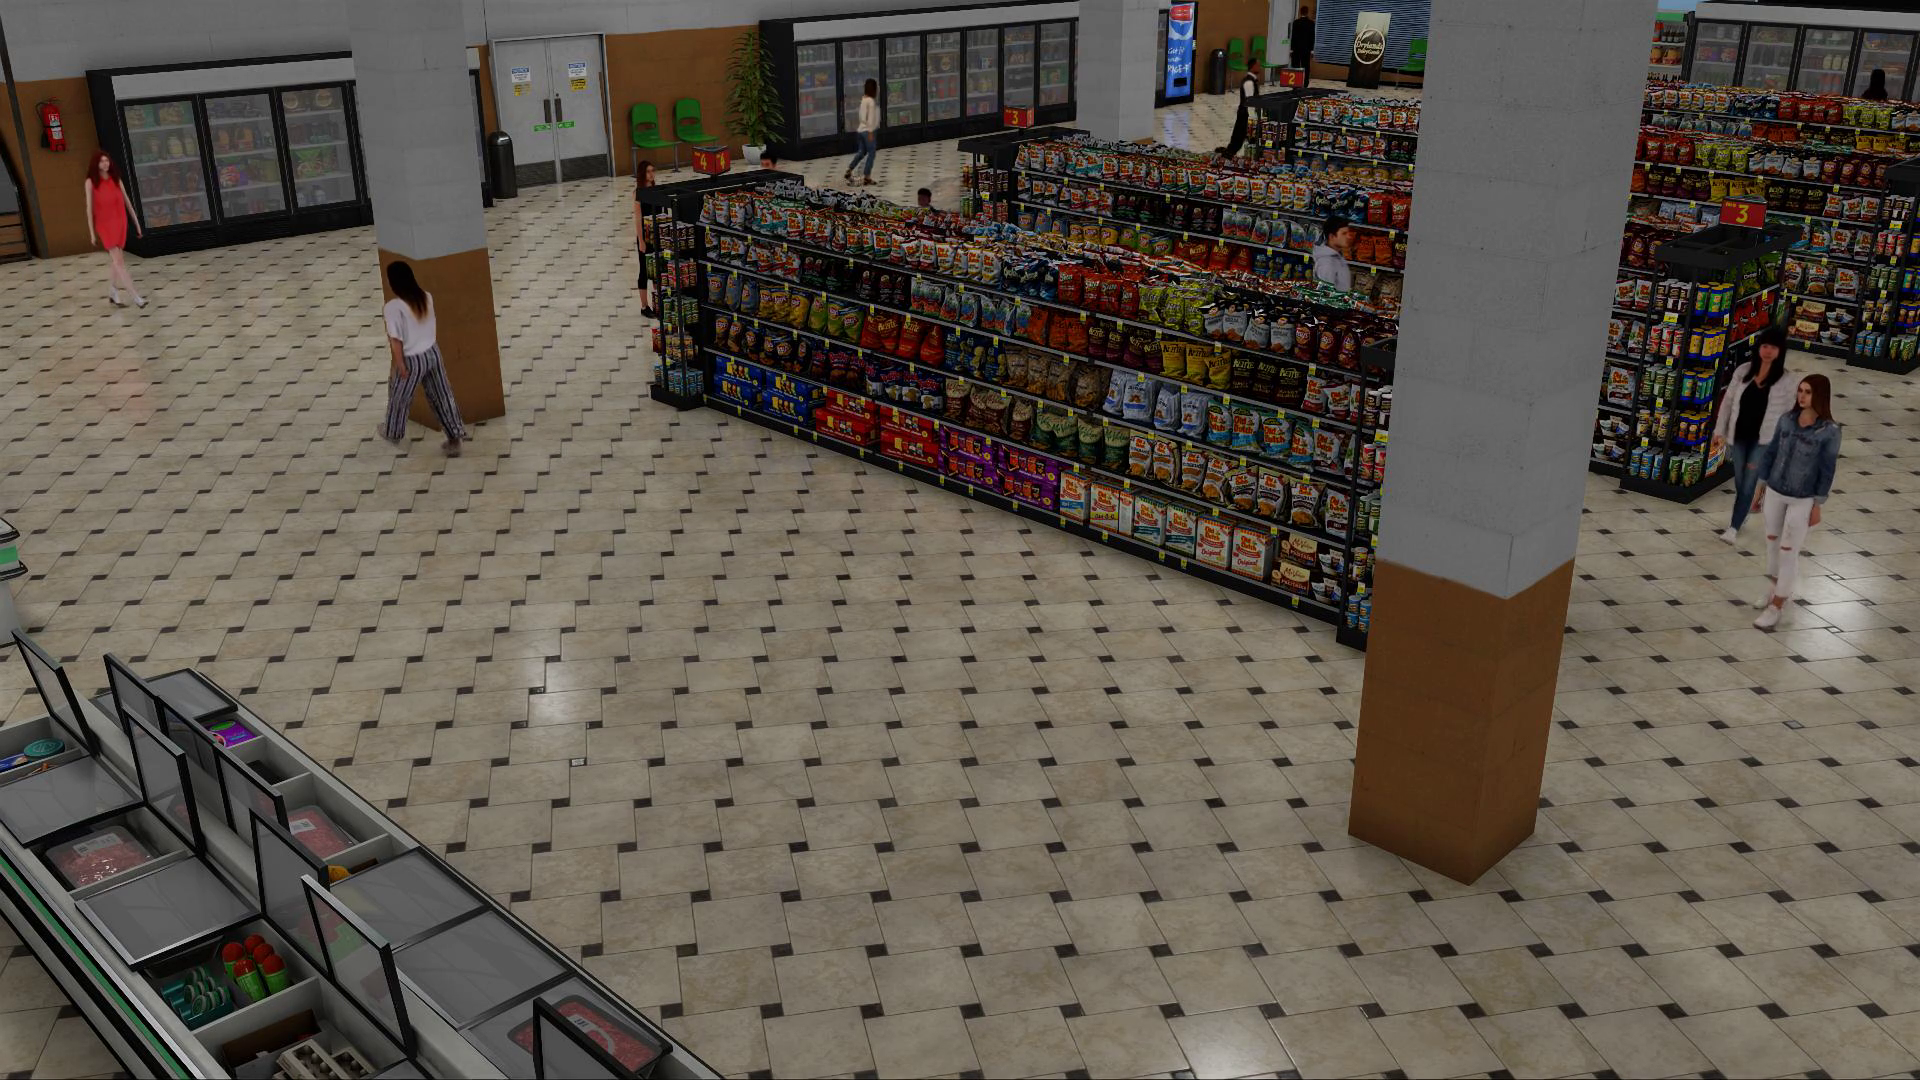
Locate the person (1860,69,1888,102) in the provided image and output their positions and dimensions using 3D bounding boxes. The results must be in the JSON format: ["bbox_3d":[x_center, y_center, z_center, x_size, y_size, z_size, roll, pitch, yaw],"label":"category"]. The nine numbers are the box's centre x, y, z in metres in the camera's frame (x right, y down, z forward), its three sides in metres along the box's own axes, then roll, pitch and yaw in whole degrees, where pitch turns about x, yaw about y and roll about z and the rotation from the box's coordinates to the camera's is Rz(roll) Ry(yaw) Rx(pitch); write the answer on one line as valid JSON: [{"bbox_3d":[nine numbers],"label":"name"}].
[{"bbox_3d":[14.653,-6.642,26.705,0.740,1.746,0.775,-14,26,-32],"label":"person"}]

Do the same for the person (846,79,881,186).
[{"bbox_3d":[-1.515,-6.436,26.315,0.880,1.655,0.840,-9,24,-22],"label":"person"}]

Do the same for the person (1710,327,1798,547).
[{"bbox_3d":[5.881,-0.779,12.318,0.974,1.595,0.687,19,29,39],"label":"person"}]

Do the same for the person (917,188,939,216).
[{"bbox_3d":[-0.368,-3.540,19.666,0.923,1.239,0.843,7,23,17],"label":"person"}]

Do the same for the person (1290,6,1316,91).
[{"bbox_3d":[7.683,-11.017,37.382,0.745,1.904,0.852,5,22,11],"label":"person"}]

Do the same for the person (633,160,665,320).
[{"bbox_3d":[-3.465,-3.375,18.603,0.560,1.726,0.599,14,26,31],"label":"person"}]

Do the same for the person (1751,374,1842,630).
[{"bbox_3d":[5.498,-0.285,10.943,0.803,1.702,0.806,-11,25,-26],"label":"person"}]

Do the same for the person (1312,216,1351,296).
[{"bbox_3d":[3.222,-1.897,14.651,0.751,1.930,0.766,9,23,20],"label":"person"}]

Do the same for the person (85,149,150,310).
[{"bbox_3d":[-9.628,-3.489,18.808,1.153,1.784,0.768,14,26,32],"label":"person"}]

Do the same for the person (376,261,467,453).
[{"bbox_3d":[-4.535,-1.510,14.096,1.200,1.626,0.846,14,26,31],"label":"person"}]
